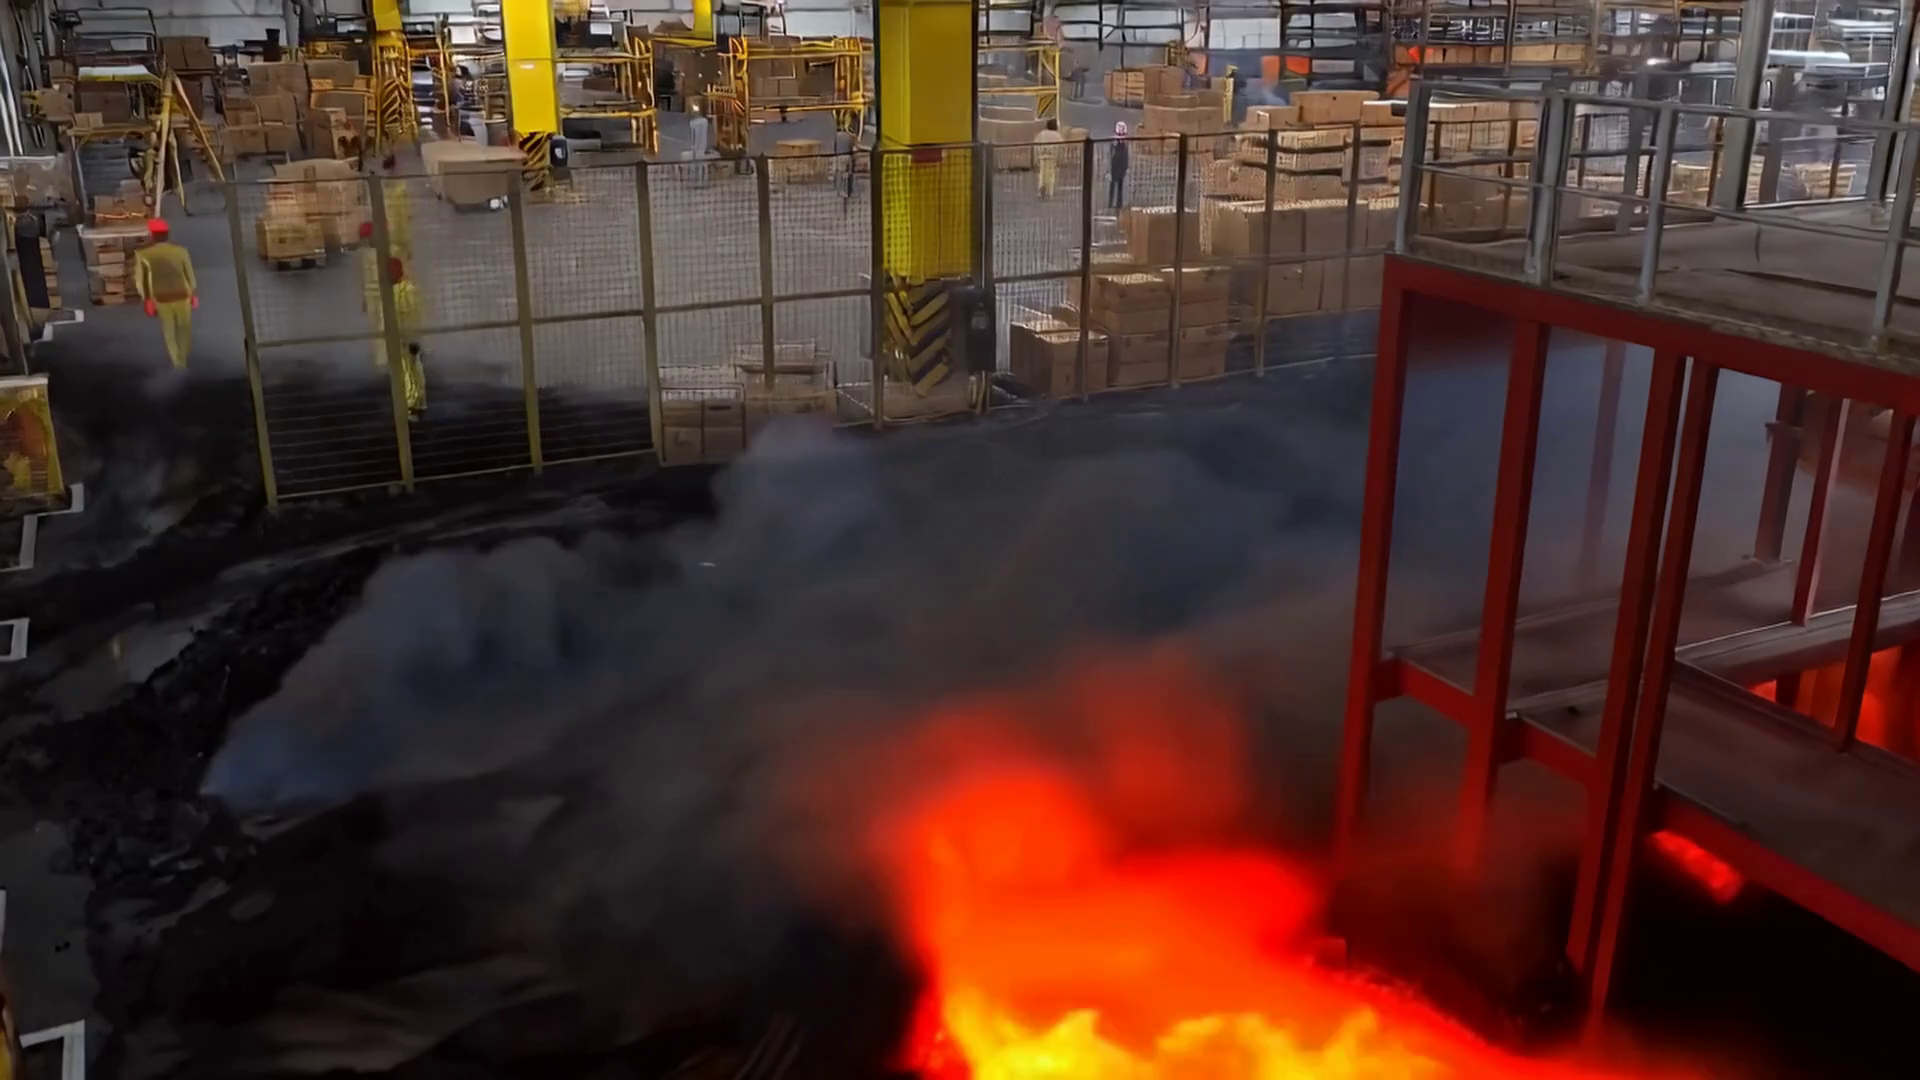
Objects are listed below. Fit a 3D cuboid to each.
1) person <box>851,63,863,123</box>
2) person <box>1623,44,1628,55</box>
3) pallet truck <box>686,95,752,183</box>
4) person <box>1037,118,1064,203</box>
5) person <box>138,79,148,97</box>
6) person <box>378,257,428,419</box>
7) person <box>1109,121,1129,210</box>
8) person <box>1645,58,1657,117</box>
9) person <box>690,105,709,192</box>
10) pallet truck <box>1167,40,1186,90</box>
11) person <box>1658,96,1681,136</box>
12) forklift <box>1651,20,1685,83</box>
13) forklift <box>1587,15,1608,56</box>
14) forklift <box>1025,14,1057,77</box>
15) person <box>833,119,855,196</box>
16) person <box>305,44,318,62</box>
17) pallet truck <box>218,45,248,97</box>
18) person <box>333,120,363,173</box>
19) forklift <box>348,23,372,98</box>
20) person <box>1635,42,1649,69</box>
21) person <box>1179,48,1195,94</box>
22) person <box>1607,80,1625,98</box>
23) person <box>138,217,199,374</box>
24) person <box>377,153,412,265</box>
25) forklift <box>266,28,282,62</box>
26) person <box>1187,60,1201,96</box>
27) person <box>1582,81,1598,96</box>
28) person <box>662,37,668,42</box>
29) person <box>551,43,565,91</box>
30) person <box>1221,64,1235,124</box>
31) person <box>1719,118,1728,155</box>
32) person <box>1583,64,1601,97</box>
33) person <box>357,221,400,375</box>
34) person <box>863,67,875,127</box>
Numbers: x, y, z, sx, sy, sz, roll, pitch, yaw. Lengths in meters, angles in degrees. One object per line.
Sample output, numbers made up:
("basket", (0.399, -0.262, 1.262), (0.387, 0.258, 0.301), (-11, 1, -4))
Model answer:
("person", (-3.440, -14.687, 54.714), (0.423, 1.915, 0.587), (0, 19, 0))
("person", (30.444, -21.828, 75.883), (0.515, 1.592, 0.841), (-8, 21, -22))
("pallet truck", (-5.836, -9.608, 39.856), (0.823, 1.965, 1.885), (10, 22, 27))
("person", (1.980, -8.242, 36.149), (0.643, 1.829, 0.488), (15, 24, 38))
("person", (-25.154, -13.424, 51.474), (0.514, 1.634, 0.313), (9, 21, 24))
("person", (-6.346, -2.295, 18.897), (0.626, 1.840, 0.430), (18, 26, 41))
("person", (3.379, -7.937, 35.247), (0.507, 1.842, 0.351), (-14, 24, -36))
("person", (23.649, -15.467, 56.883), (0.601, 1.970, 0.666), (0, 19, 0))
("person", (-5.974, -8.943, 38.015), (0.372, 1.940, 0.627), (8, 20, 21))
("pallet truck", (9.045, -19.971, 69.895), (0.823, 1.965, 1.885), (-3, 19, -8))
("person", (18.493, -10.711, 43.436), (0.530, 1.737, 0.757), (4, 19, 12))
("forklift", (28.827, -19.887, 68.320), (1.873, 2.768, 1.129), (-9, 21, -25))
("forklift", (28.900, -22.465, 75.792), (1.129, 2.768, 1.873), (-10, 21, -26))
("forklift", (4.096, -23.021, 77.404), (1.873, 2.768, 1.129), (-9, 21, -25))
("person", (-2.601, -8.617, 37.451), (0.534, 1.692, 0.321), (7, 20, 20))
("person", (-26.748, -19.522, 68.759), (1.002, 1.882, 0.651), (16, 25, 38))
("pallet truck", (-28.879, -18.665, 66.111), (0.823, 1.965, 1.885), (-3, 19, -9))
("person", (-12.633, -7.705, 34.430), (0.545, 1.938, 0.360), (-9, 21, -23))
("forklift", (-23.321, -18.655, 64.747), (1.129, 2.768, 1.873), (17, 26, 41))
("person", (30.610, -21.612, 74.833), (0.653, 1.884, 0.560), (-3, 19, -9))
("person", (9.159, -19.013, 67.440), (0.630, 1.793, 0.970), (-16, 25, -38))
("person", (20.993, -14.052, 53.328), (0.520, 1.611, 0.664), (6, 20, 17))
("person", (-9.933, -3.053, 20.901), (0.625, 1.968, 0.801), (-5, 20, -14))
("person", (-9.771, -5.677, 28.601), (0.611, 1.905, 0.628), (6, 20, 16))
("forklift", (-24.567, -16.973, 59.873), (1.873, 2.768, 1.129), (-9, 21, -25))
("person", (8.803, -17.249, 62.594), (0.545, 1.591, 0.840), (-1, 19, -3))
("person", (18.070, -12.295, 47.739), (0.367, 1.933, 0.553), (-10, 21, -27))
("person", (-13.263, -21.510, 74.465), (0.549, 1.918, 0.642), (16, 25, 39))
("person", (-16.753, -19.704, 69.236), (0.634, 1.927, 0.646), (-7, 20, -20))
("person", (8.774, -14.559, 54.331), (0.392, 1.917, 0.593), (-1, 19, -3))
("person", (16.183, -7.960, 35.161), (0.345, 1.942, 0.547), (10, 21, 26))
("person", (19.815, -13.874, 52.155), (0.536, 2.000, 0.678), (3, 19, 8))
("person", (-7.271, -3.068, 21.004), (0.624, 1.927, 0.611), (5, 20, 13))
("person", (-2.901, -14.264, 53.544), (0.574, 1.876, 0.355), (18, 26, 41))
